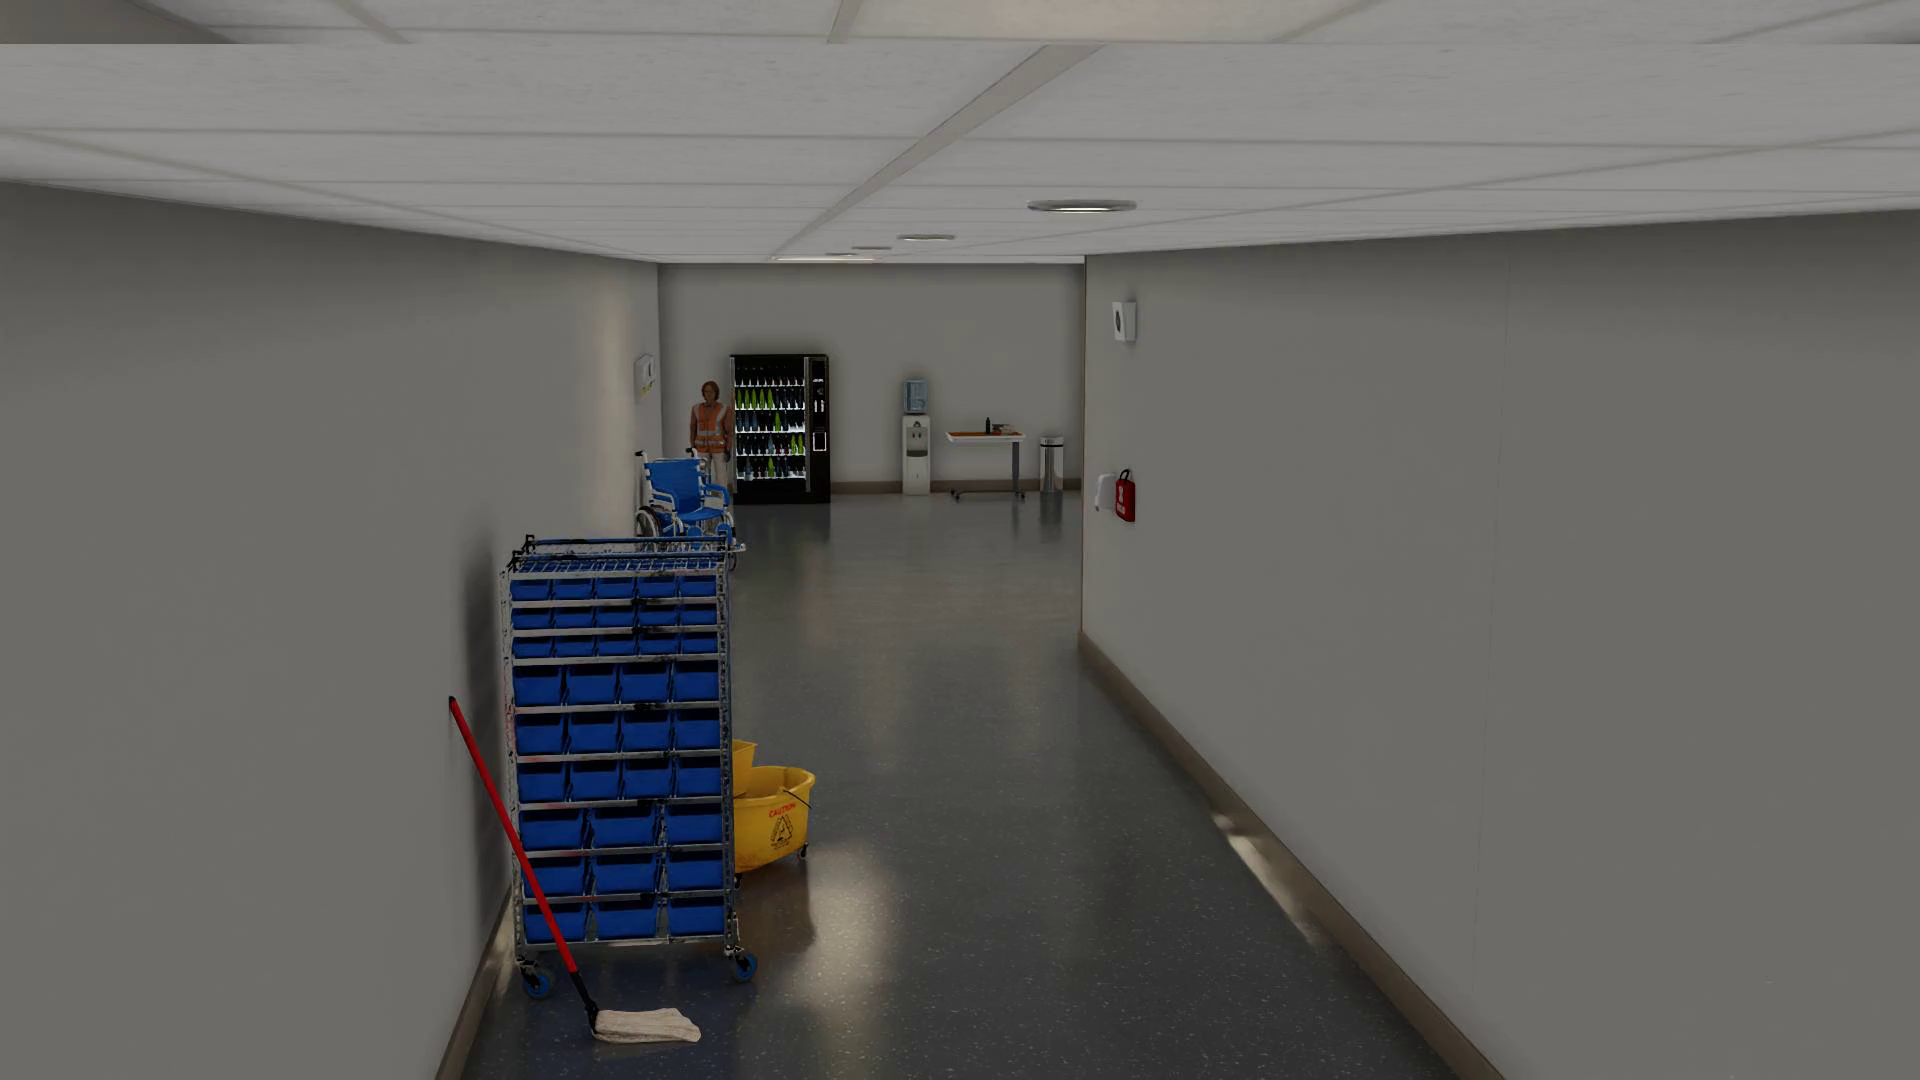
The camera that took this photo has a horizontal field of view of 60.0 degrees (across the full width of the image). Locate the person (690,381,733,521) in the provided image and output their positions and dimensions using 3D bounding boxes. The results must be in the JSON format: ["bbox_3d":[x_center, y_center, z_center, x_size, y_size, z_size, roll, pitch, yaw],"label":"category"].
[{"bbox_3d":[-2.905,-1.039,19.437,0.522,1.645,0.306,2,9,11],"label":"person"}]
